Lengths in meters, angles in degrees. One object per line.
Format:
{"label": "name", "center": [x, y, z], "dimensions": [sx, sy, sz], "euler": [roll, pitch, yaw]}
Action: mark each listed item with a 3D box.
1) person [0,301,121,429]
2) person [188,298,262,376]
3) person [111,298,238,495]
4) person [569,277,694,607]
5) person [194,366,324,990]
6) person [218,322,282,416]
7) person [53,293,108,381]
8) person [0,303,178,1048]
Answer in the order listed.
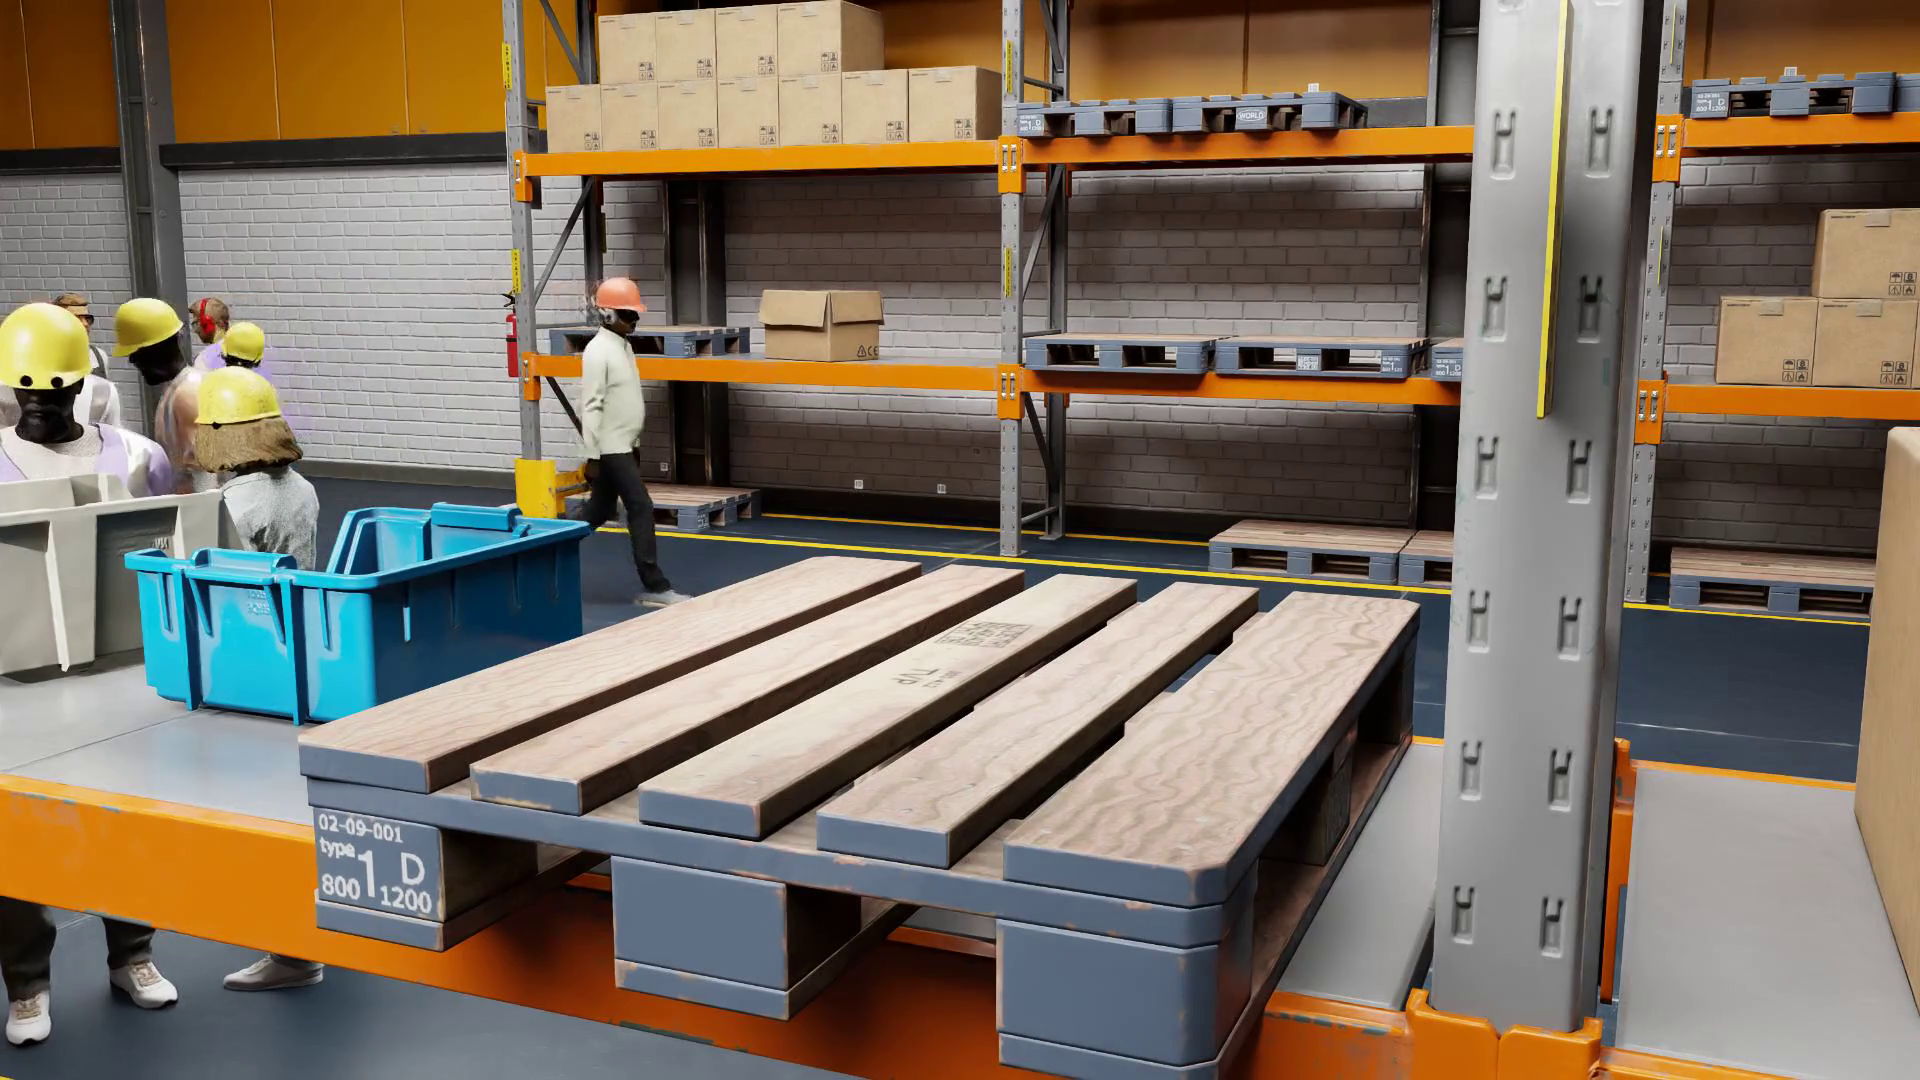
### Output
{"label": "person", "center": [-3.852, -0.071, 7.030], "dimensions": [0.765, 1.856, 0.620], "euler": [9, 13, 43]}
{"label": "person", "center": [-4.531, -0.568, 10.184], "dimensions": [0.914, 1.789, 0.605], "euler": [0, 9, 2]}
{"label": "person", "center": [-3.161, -0.064, 6.948], "dimensions": [0.590, 1.870, 0.693], "euler": [-5, 10, -25]}
{"label": "person", "center": [-2.104, -0.562, 9.738], "dimensions": [0.996, 1.955, 0.621], "euler": [0, 9, 2]}
{"label": "person", "center": [-1.944, 0.387, 4.654], "dimensions": [0.313, 1.740, 0.486], "euler": [1, 9, 4]}
{"label": "person", "center": [-3.764, -0.284, 8.735], "dimensions": [0.683, 1.720, 0.339], "euler": [8, 12, 38]}
{"label": "person", "center": [-5.152, -0.515, 9.738], "dimensions": [0.343, 1.847, 0.507], "euler": [4, 10, 22]}
{"label": "person", "center": [-2.344, 0.343, 4.385], "dimensions": [0.589, 1.918, 0.392], "euler": [-8, 12, -40]}
